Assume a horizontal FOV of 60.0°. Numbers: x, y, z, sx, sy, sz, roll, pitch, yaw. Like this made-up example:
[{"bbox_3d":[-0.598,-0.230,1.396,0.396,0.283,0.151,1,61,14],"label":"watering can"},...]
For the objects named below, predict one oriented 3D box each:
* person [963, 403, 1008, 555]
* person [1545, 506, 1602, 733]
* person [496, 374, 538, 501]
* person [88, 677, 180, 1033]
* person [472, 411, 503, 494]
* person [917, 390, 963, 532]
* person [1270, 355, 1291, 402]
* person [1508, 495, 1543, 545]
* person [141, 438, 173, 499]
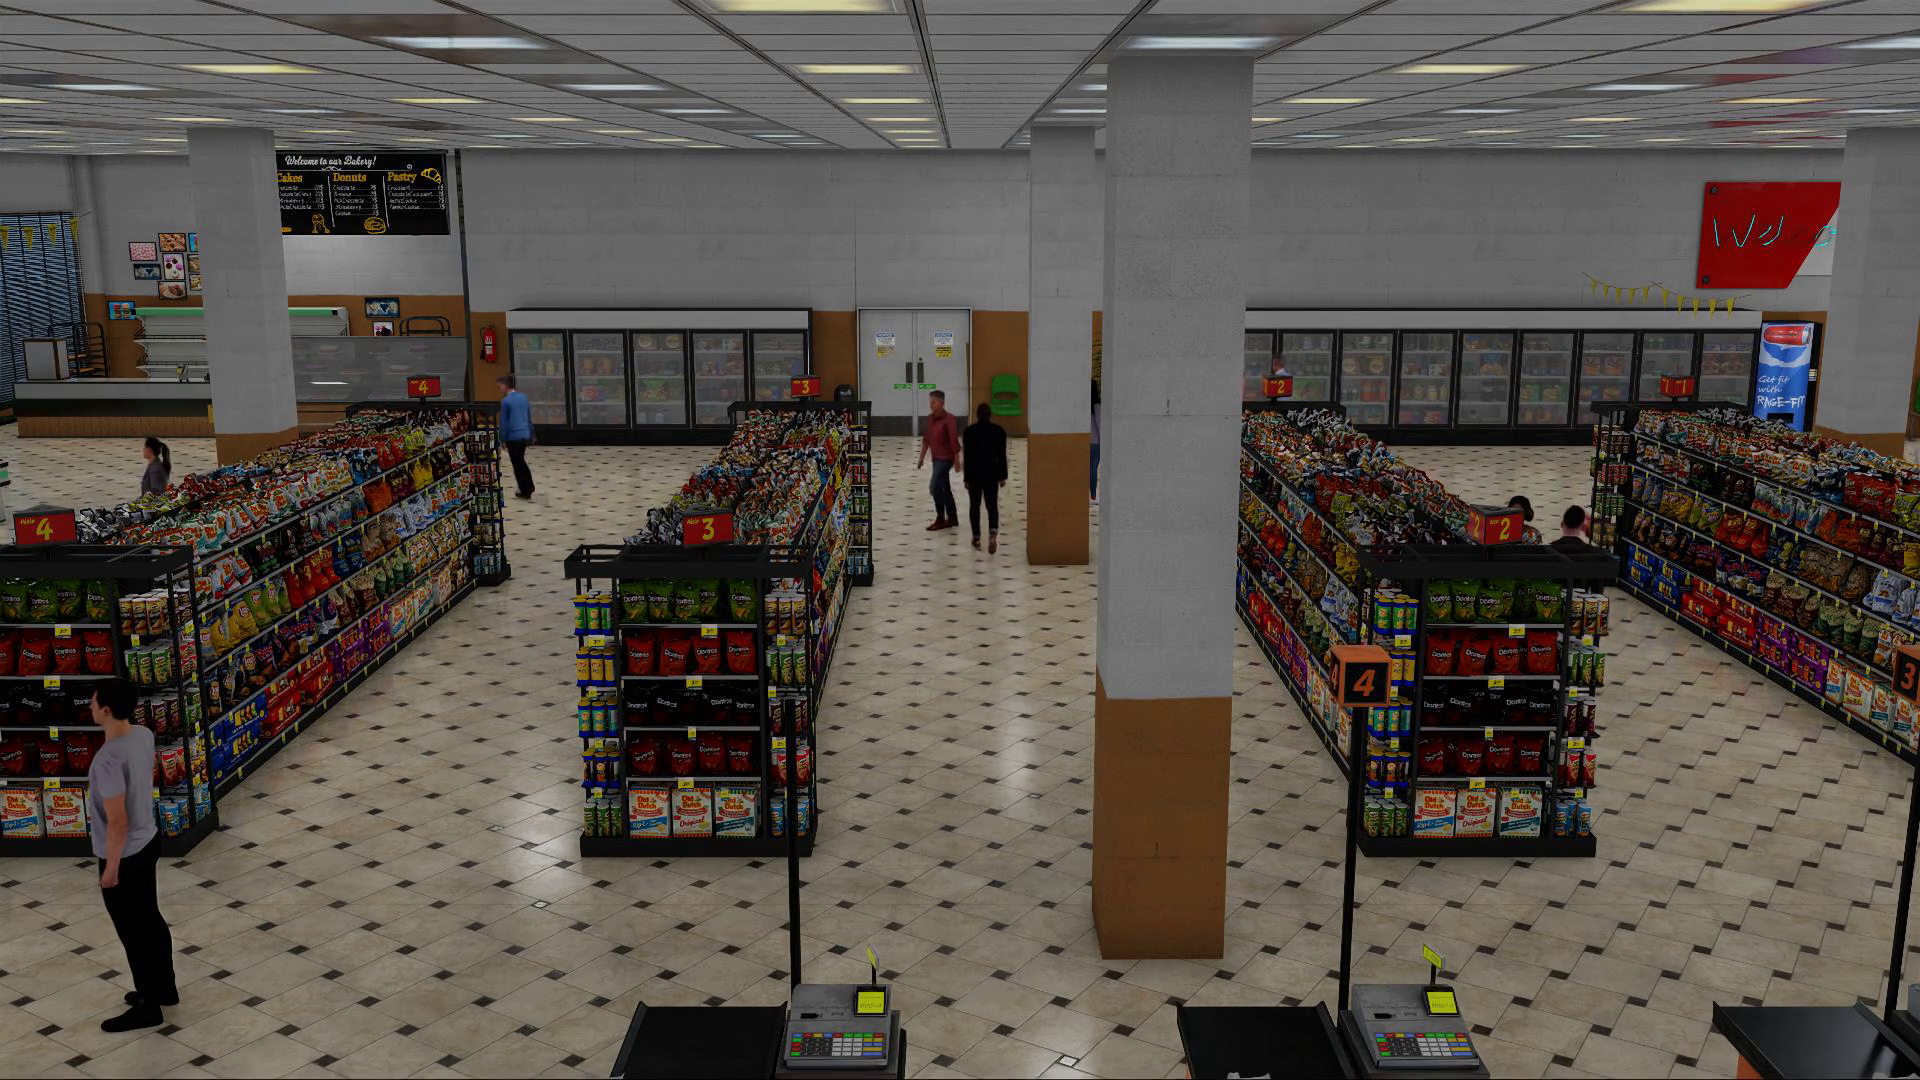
[{"bbox_3d":[0.291,-0.711,19.933,0.775,1.788,1.157,-1,12,-4],"label":"person"},{"bbox_3d":[4.860,0.657,13.344,0.757,1.827,0.686,2,12,11],"label":"person"},{"bbox_3d":[-6.175,-1.433,23.382,0.876,1.780,0.762,9,15,35],"label":"person"},{"bbox_3d":[-4.329,1.621,8.676,0.747,1.863,0.502,-1,12,-5],"label":"person"},{"bbox_3d":[-6.535,-1.173,22.989,0.568,1.433,0.645,-2,12,-8],"label":"person"},{"bbox_3d":[-0.142,-1.031,21.423,0.957,1.801,0.908,-7,14,-29],"label":"person"},{"bbox_3d":[5.053,-1.958,25.864,1.040,1.784,1.058,4,13,20],"label":"person"},{"bbox_3d":[4.842,0.454,14.582,0.665,1.713,0.687,5,13,24],"label":"person"},{"bbox_3d":[-8.740,-0.282,18.189,0.755,1.667,0.609,-6,13,-26],"label":"person"}]
